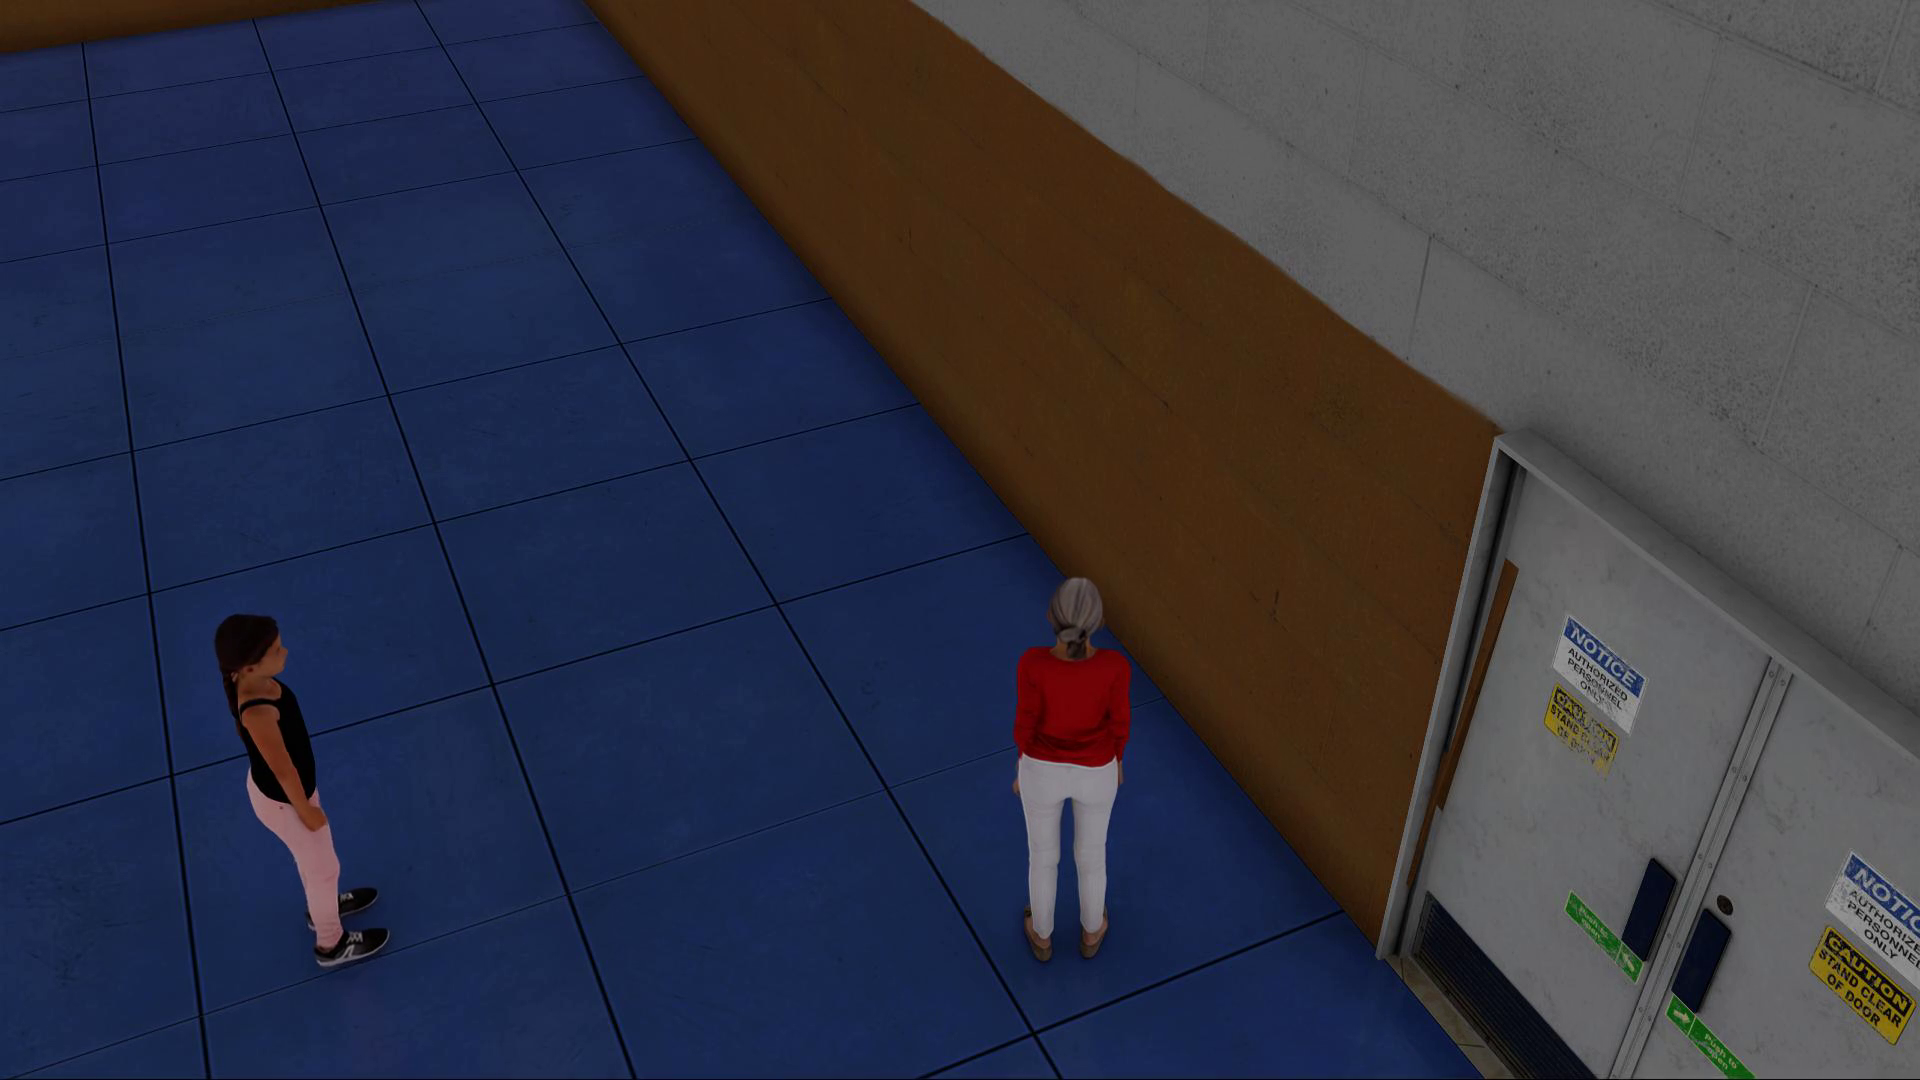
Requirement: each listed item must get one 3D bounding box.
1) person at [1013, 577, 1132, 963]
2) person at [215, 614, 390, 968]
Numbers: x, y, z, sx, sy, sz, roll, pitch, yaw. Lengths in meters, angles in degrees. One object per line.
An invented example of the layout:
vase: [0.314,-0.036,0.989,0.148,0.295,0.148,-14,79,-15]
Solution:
person: [0.372,0.811,5.731,0.588,1.693,0.691,0,37,0]
person: [-2.327,0.872,5.760,0.537,1.559,0.540,-19,41,-24]
